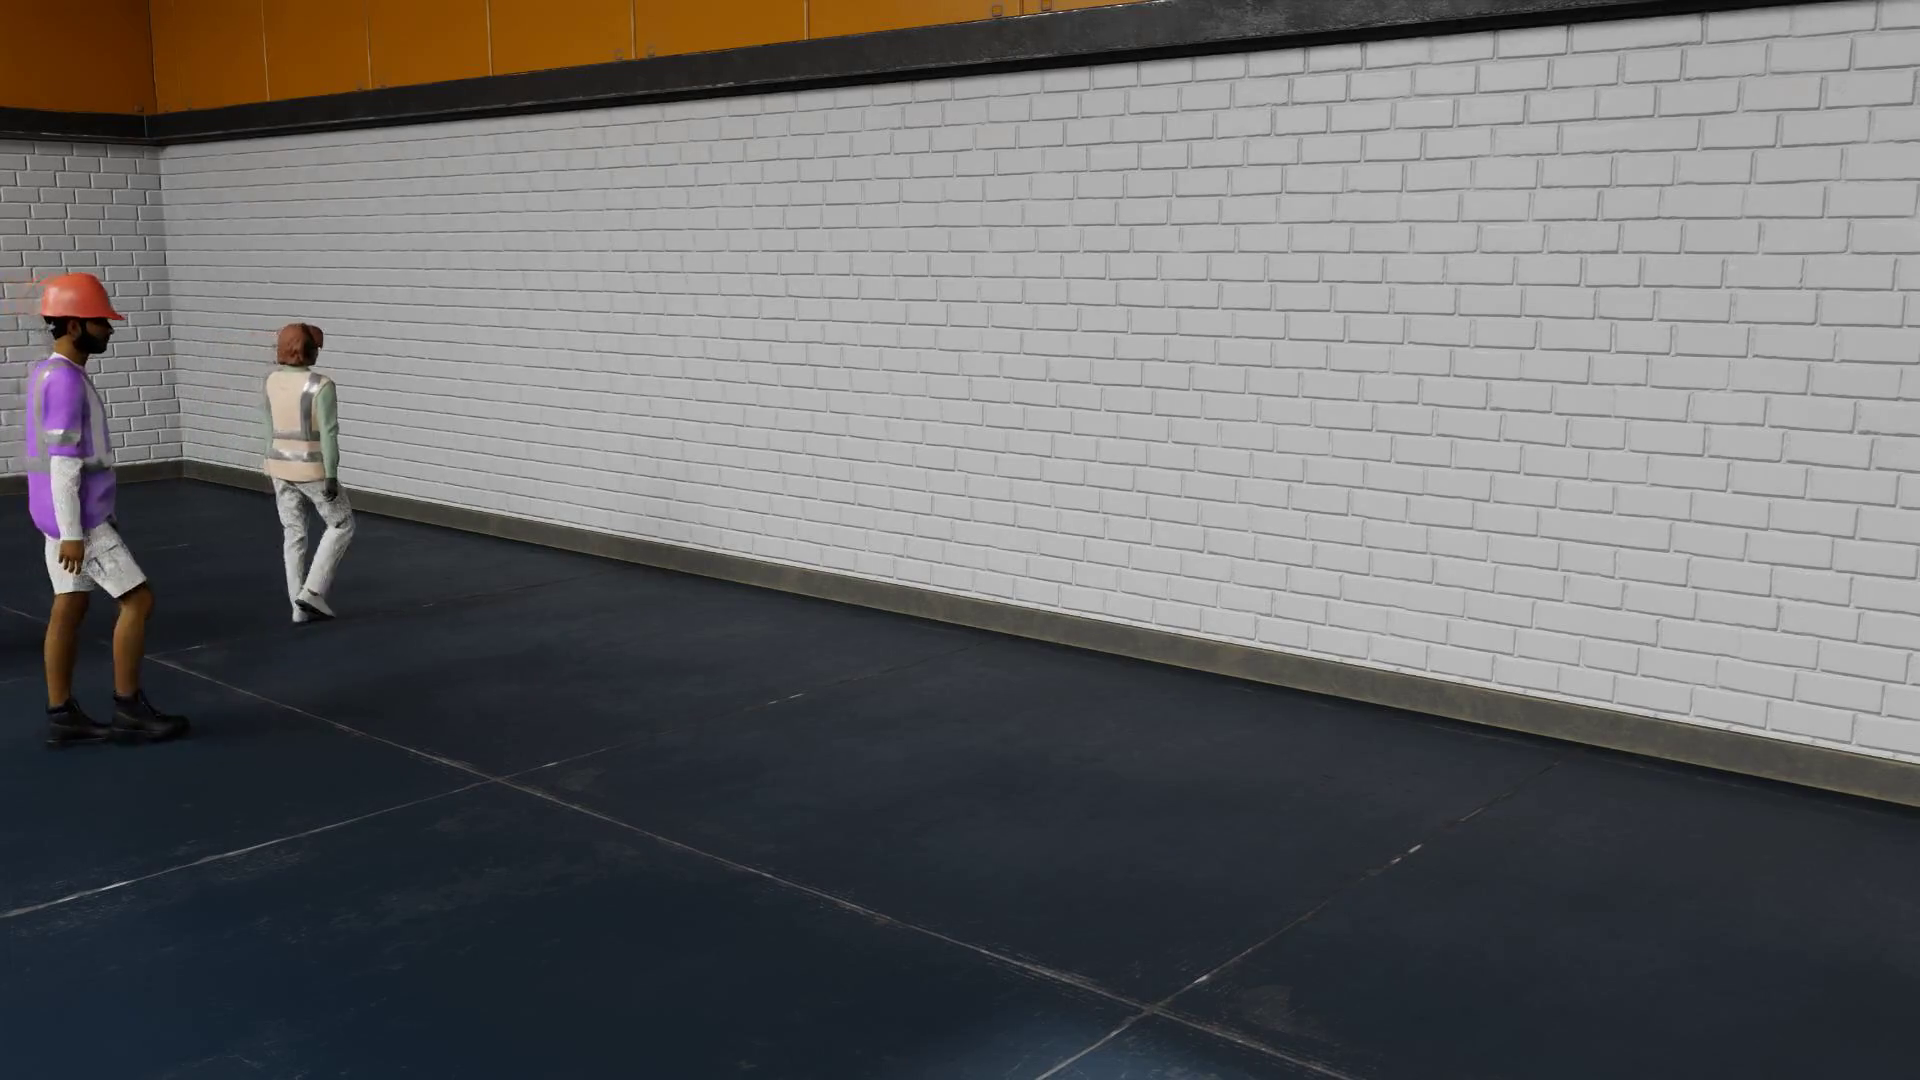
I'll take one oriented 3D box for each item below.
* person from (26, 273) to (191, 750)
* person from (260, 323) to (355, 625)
[{"bbox_3d":[-3.446,-0.107,6.731,0.681,1.915,0.579,-6,12,-32],"label":"person"},{"bbox_3d":[-3.505,-0.348,8.937,0.530,1.626,0.370,4,11,21],"label":"person"}]
